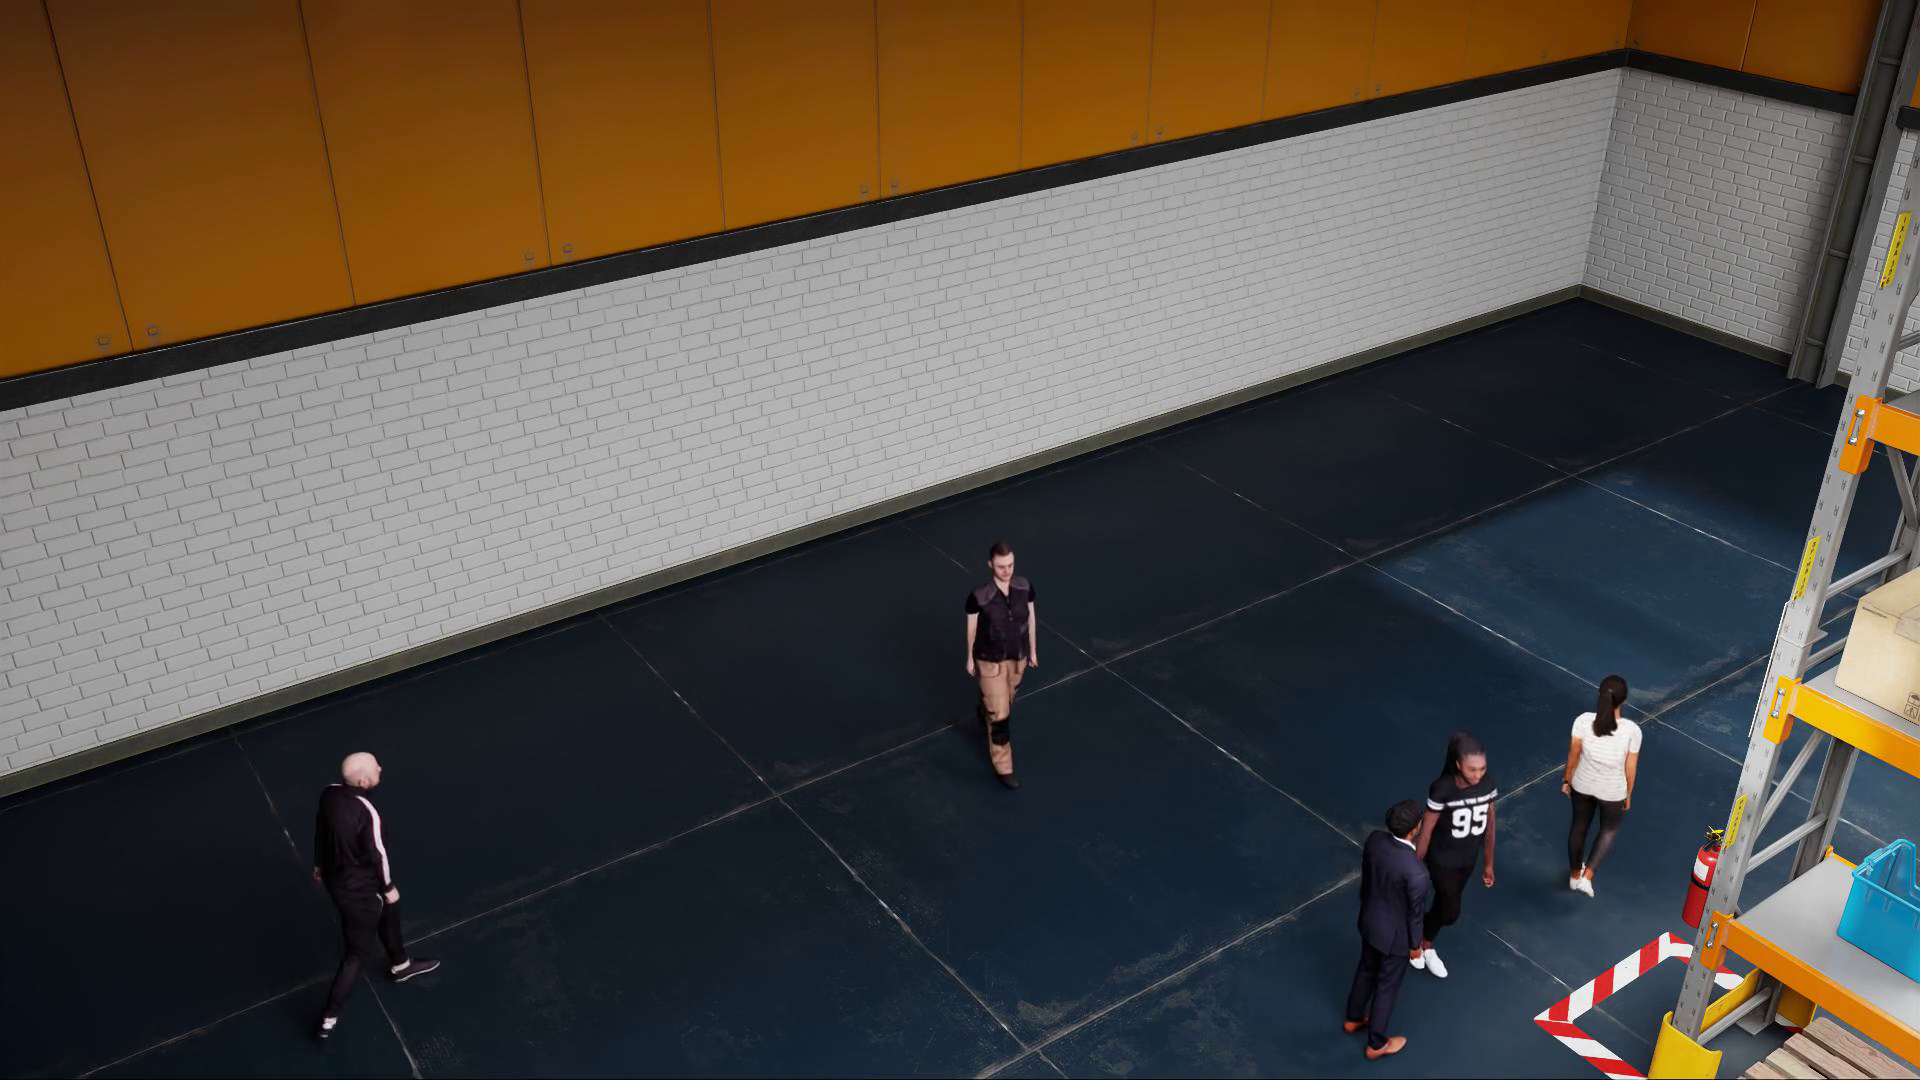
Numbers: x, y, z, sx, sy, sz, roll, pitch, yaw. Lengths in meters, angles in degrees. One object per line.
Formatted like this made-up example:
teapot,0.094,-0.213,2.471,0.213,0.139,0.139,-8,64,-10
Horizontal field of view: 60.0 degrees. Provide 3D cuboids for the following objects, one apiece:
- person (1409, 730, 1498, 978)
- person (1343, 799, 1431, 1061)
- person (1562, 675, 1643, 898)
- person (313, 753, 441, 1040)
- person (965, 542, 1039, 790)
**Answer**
person,2.917,1.868,10.056,0.649,1.721,0.701,-12,31,-21
person,2.417,2.199,9.447,0.735,1.722,0.532,-12,31,-20
person,4.056,1.621,10.600,0.779,1.633,0.805,16,32,26
person,-3.560,2.066,9.632,1.042,1.779,0.820,22,36,35
person,0.257,0.797,11.927,0.817,1.808,1.210,-13,31,-22
